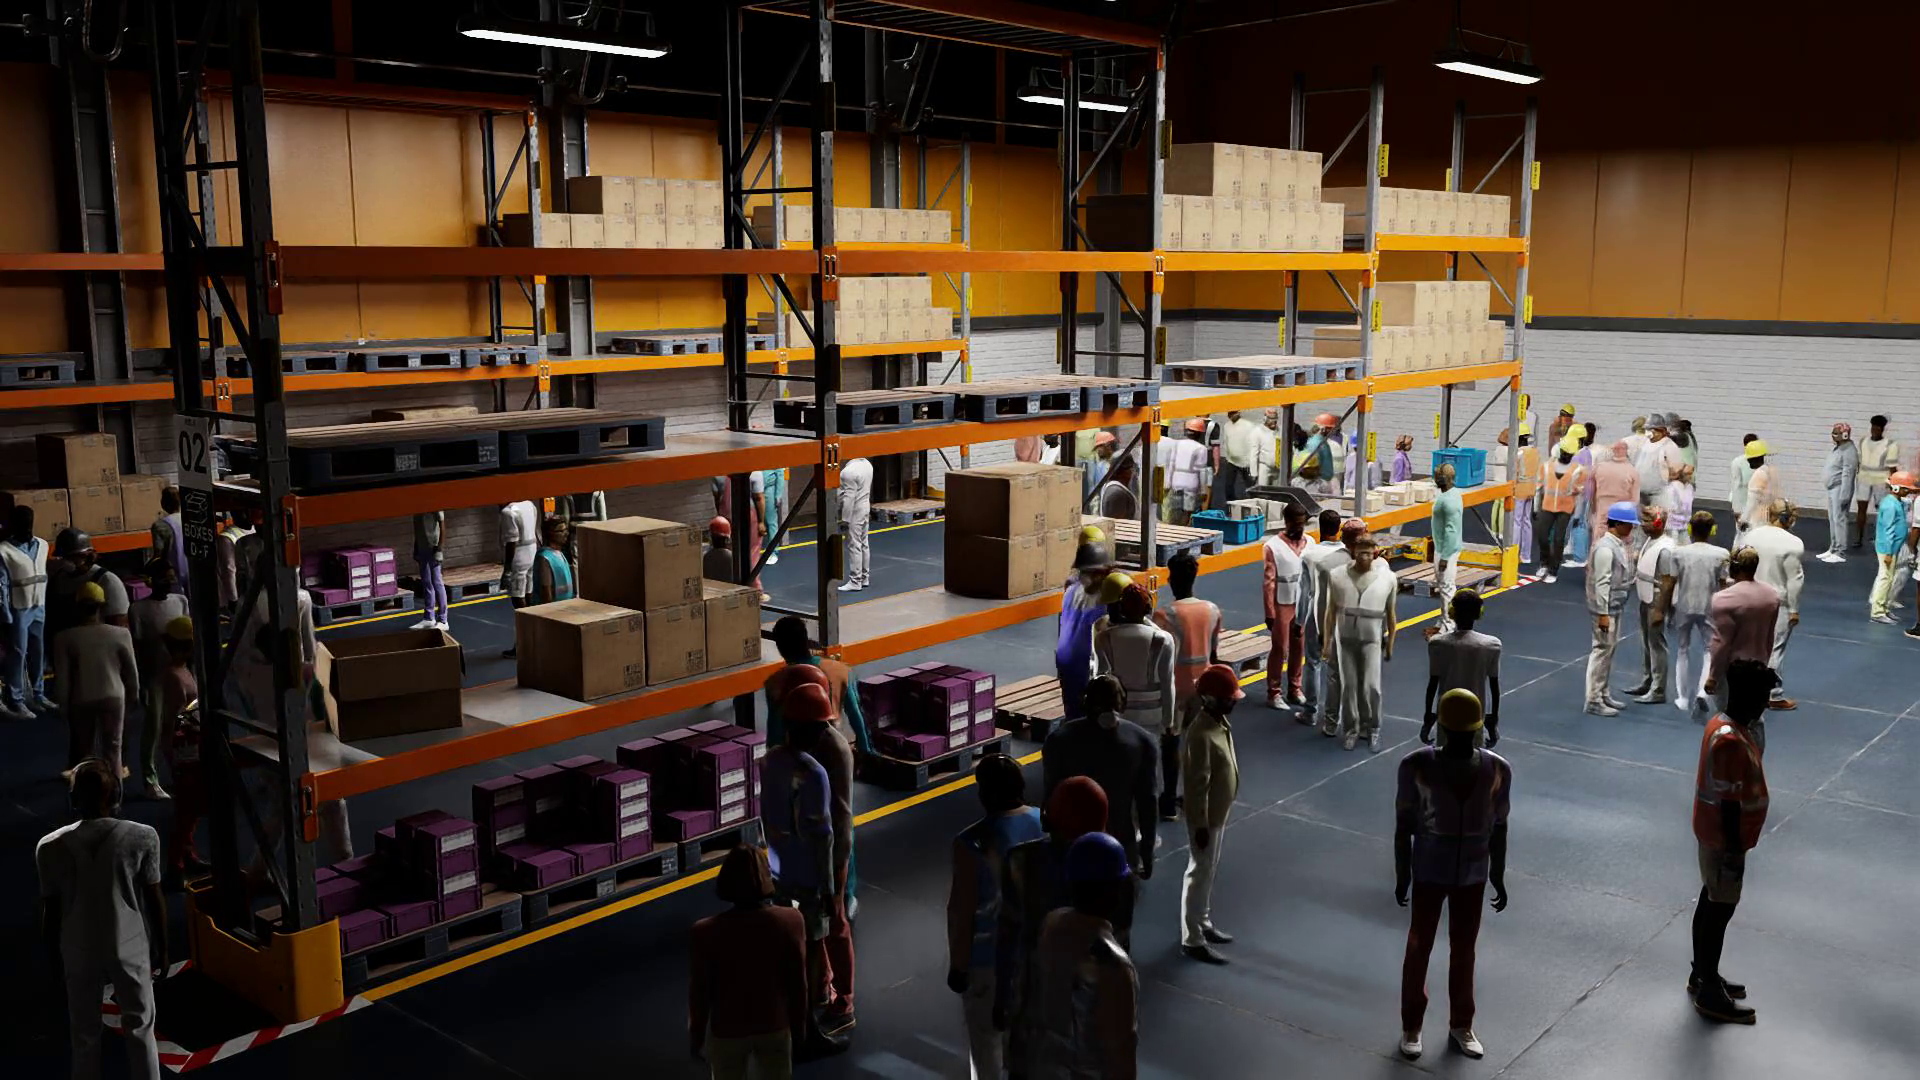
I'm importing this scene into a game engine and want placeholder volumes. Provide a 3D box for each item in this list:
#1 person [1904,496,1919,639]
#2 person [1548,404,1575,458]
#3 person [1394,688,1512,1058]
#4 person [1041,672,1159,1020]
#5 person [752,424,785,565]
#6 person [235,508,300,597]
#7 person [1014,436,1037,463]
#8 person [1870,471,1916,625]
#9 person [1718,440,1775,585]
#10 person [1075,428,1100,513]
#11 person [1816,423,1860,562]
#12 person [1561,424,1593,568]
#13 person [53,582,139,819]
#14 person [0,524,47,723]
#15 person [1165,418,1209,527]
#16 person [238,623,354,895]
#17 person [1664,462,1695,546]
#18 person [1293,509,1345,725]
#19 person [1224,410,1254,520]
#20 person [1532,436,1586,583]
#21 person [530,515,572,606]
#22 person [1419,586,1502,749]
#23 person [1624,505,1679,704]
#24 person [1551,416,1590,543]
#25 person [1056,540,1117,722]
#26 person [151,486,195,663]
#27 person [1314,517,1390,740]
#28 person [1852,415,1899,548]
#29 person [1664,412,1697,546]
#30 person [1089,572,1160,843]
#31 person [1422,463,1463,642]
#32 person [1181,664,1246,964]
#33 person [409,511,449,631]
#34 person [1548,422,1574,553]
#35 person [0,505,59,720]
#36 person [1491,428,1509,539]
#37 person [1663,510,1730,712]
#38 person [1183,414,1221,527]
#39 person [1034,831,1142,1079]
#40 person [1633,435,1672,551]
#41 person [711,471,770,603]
[{"bbox_3d":[10.532,0.104,17.931,0.610,1.958,0.367,0,10,0],"label":"person"},{"bbox_3d":[9.841,-1.339,27.143,0.340,1.752,0.529,-7,12,-38],"label":"person"},{"bbox_3d":[2.515,1.694,8.510,0.585,1.928,0.368,0,10,1],"label":"person"},{"bbox_3d":[0.744,1.635,8.875,0.629,1.930,0.374,-1,10,-3],"label":"person"},{"bbox_3d":[-2.682,-0.614,22.352,0.652,1.906,0.408,4,10,22],"label":"person"},{"bbox_3d":[-6.308,0.573,15.202,0.547,1.928,0.385,-3,10,-19],"label":"person"},{"bbox_3d":[1.000,-1.217,25.795,0.396,1.961,0.660,-2,10,-12],"label":"person"},{"bbox_3d":[10.493,0.081,18.706,0.354,1.738,0.574,6,11,33],"label":"person"},{"bbox_3d":[9.927,-0.298,20.596,0.838,1.881,0.608,4,10,24],"label":"person"},{"bbox_3d":[2.017,-1.316,26.978,0.526,1.762,0.340,1,10,4],"label":"person"},{"bbox_3d":[11.903,-0.642,22.559,0.397,1.898,0.642,2,10,13],"label":"person"},{"bbox_3d":[8.217,-0.589,22.185,0.394,1.918,0.592,5,11,29],"label":"person"},{"bbox_3d":[-6.365,1.163,12.299,0.538,1.720,0.836,-4,10,-24],"label":"person"},{"bbox_3d":[-8.513,0.662,14.665,0.454,1.931,0.614,2,10,11],"label":"person"},{"bbox_3d":[3.198,-0.752,23.189,0.591,1.903,0.606,9,13,42],"label":"person"},{"bbox_3d":[-4.242,1.406,10.641,0.667,1.803,0.544,3,10,15],"label":"person"},{"bbox_3d":[8.781,-0.149,20.424,0.540,1.626,0.397,-6,11,-33],"label":"person"},{"bbox_3d":[3.231,0.683,14.616,0.600,1.909,0.398,-3,10,-16],"label":"person"},{"bbox_3d":[4.405,-1.224,25.905,0.734,1.954,0.633,-8,13,-41],"label":"person"},{"bbox_3d":[7.558,-0.382,21.047,0.639,1.893,0.440,6,11,31],"label":"person"},{"bbox_3d":[-3.614,0.688,14.752,0.389,1.848,0.563,-1,10,-5],"label":"person"},{"bbox_3d":[3.420,1.243,11.383,0.538,1.866,0.313,1,10,5],"label":"person"},{"bbox_3d":[6.422,0.591,15.347,0.373,1.840,0.570,1,10,8],"label":"person"},{"bbox_3d":[8.746,-0.854,23.911,0.542,1.865,0.591,4,10,22],"label":"person"},{"bbox_3d":[1.042,0.955,12.581,0.812,2.000,0.686,-9,13,-43],"label":"person"},{"bbox_3d":[-7.818,0.375,16.673,0.334,1.838,0.509,9,13,43],"label":"person"},{"bbox_3d":[3.345,0.752,14.184,0.643,1.913,0.411,3,10,17],"label":"person"},{"bbox_3d":[13.106,-0.847,23.786,0.973,1.907,0.611,-7,12,-37],"label":"person"},{"bbox_3d":[10.042,-0.851,23.363,0.715,2.000,0.548,-3,10,-17],"label":"person"},{"bbox_3d":[1.142,1.164,11.722,0.591,1.913,0.398,8,12,40],"label":"person"},{"bbox_3d":[5.187,0.135,17.799,0.371,1.935,0.627,2,10,13],"label":"person"},{"bbox_3d":[1.482,1.575,9.736,0.342,1.748,0.573,3,10,19],"label":"person"},{"bbox_3d":[-5.840,0.092,18.241,0.518,1.873,0.328,8,12,40],"label":"person"},{"bbox_3d":[8.438,-0.734,23.284,0.511,1.838,0.345,-8,12,-39],"label":"person"},{"bbox_3d":[-8.364,0.633,14.877,0.386,1.916,0.590,2,10,13],"label":"person"},{"bbox_3d":[8.009,-0.829,24.442,0.278,1.634,0.498,-2,10,-9],"label":"person"},{"bbox_3d":[6.623,0.652,14.954,0.531,1.856,0.545,4,10,21],"label":"person"},{"bbox_3d":[3.699,-1.184,25.411,0.613,2.028,0.409,6,11,31],"label":"person"},{"bbox_3d":[0.554,2.054,6.368,0.520,1.929,0.626,-5,11,-25],"label":"person"},{"bbox_3d":[9.623,-0.593,22.793,0.811,1.707,0.503,1,10,8],"label":"person"},{"bbox_3d":[-2.583,-0.265,19.865,0.680,2.000,0.536,5,11,28],"label":"person"}]
